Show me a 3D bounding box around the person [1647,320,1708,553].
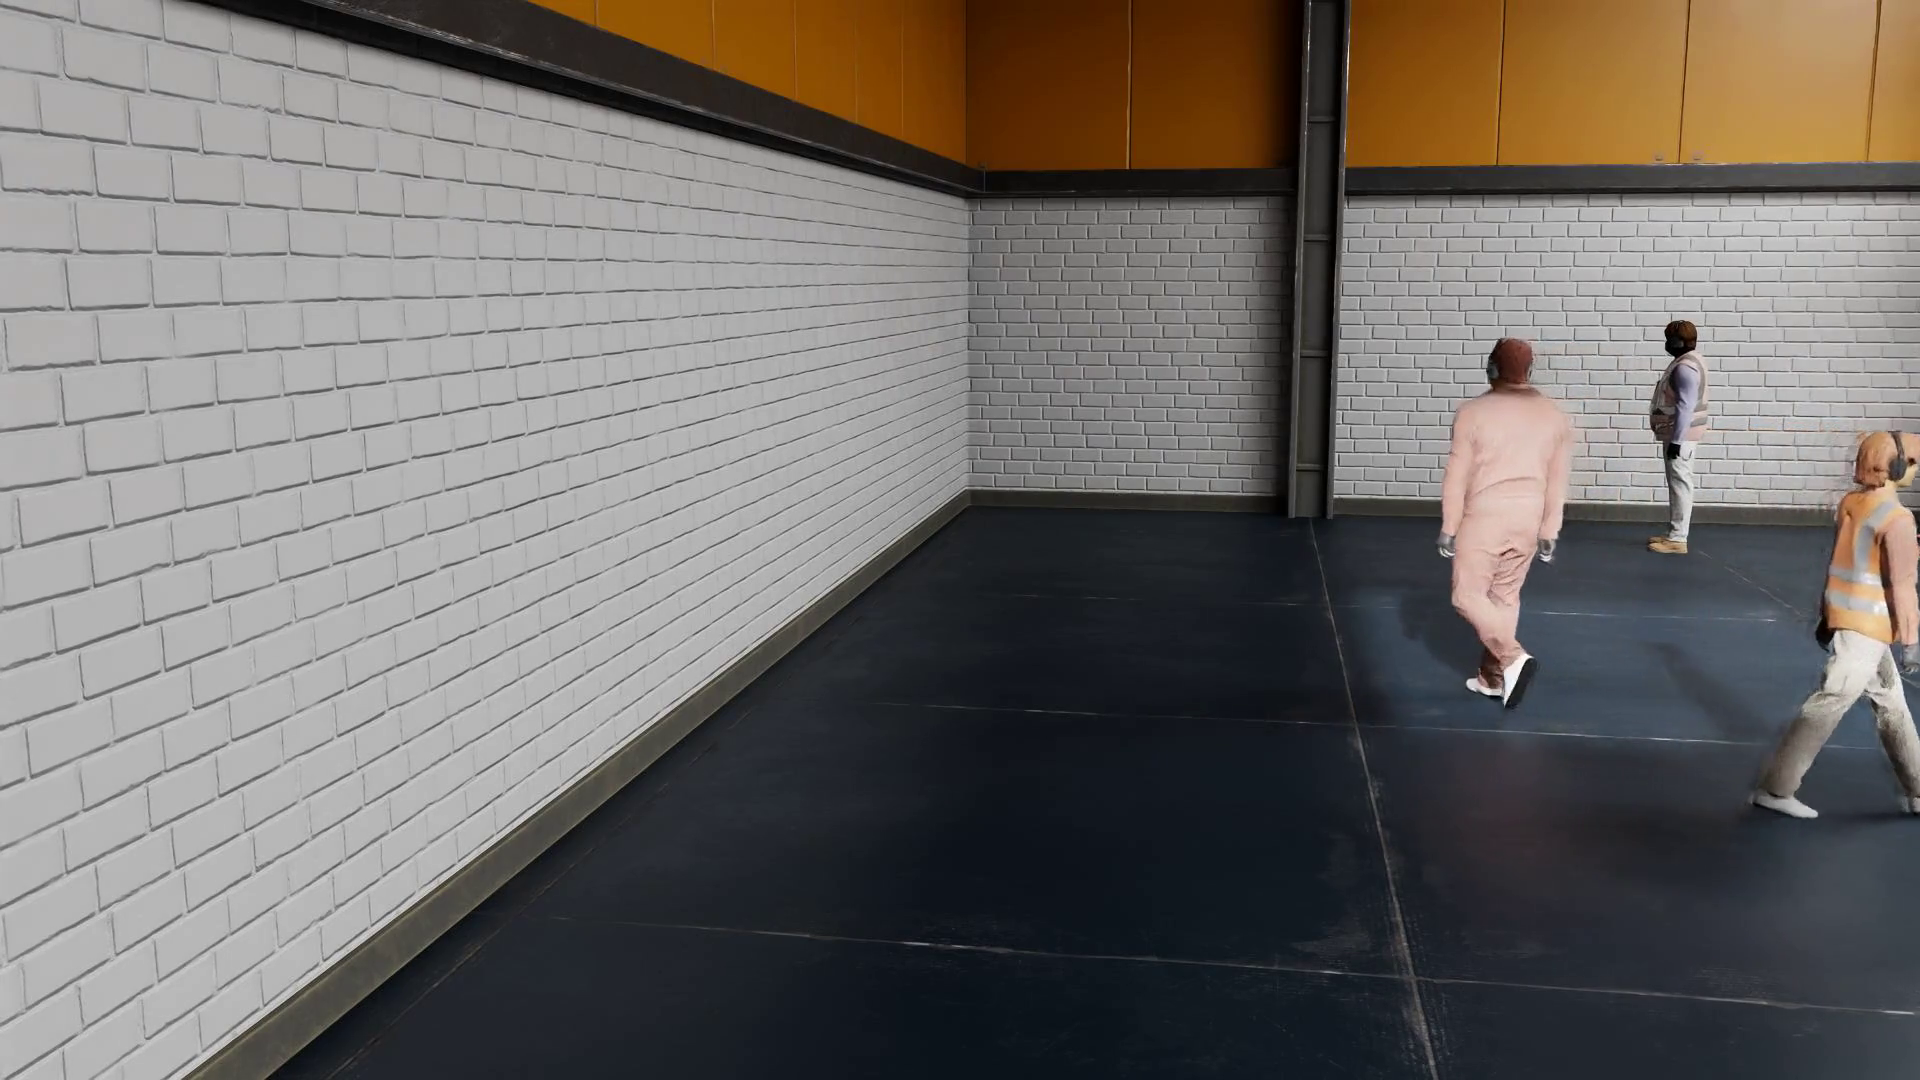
[{"bbox_3d":[5.673,-0.814,13.169,0.430,1.840,0.619,5,10,26],"label":"person"}]

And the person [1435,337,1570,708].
[{"bbox_3d":[2.765,-0.074,8.405,0.642,1.892,0.692,-3,10,-16],"label":"person"}]

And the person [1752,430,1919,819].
[{"bbox_3d":[3.654,0.355,6.653,0.887,1.590,0.533,1,9,8],"label":"person"}]
